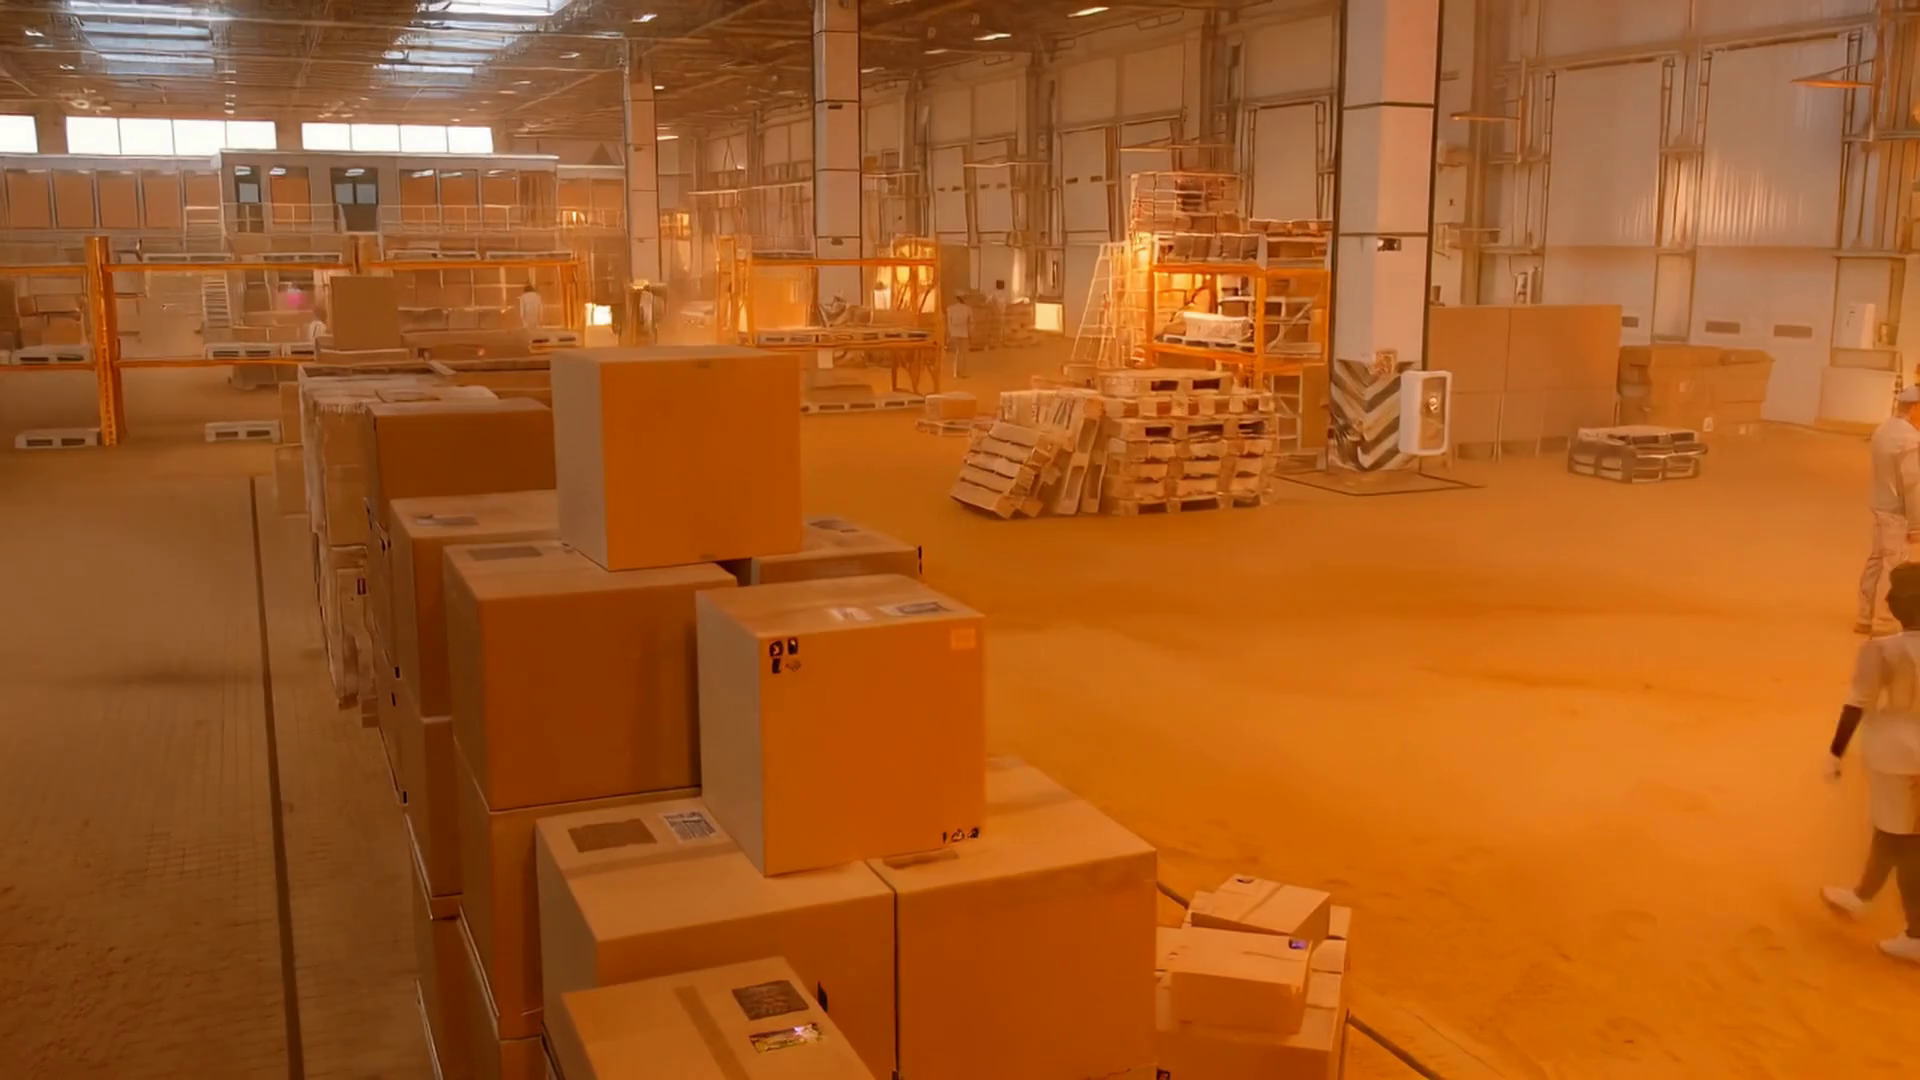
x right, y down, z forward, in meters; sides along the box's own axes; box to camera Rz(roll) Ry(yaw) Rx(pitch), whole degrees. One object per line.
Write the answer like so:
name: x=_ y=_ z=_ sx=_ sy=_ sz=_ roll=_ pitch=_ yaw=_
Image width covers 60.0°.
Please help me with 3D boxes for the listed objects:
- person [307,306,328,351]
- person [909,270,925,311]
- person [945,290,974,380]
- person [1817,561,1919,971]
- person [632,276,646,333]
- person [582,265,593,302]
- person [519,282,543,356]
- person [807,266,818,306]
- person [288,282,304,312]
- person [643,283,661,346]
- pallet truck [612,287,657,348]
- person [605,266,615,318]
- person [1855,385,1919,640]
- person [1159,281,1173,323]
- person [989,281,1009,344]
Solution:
person: x=-10.914 y=-3.087 z=28.587 sx=0.600 sy=1.827 sz=0.983 roll=10 pitch=14 yaw=43
person: x=-1.428 y=-7.984 z=55.293 sx=0.605 sy=1.936 sz=1.044 roll=-3 pitch=11 yaw=-16
person: x=-0.027 y=-4.353 z=35.490 sx=0.609 sy=1.904 sz=0.794 roll=6 pitch=12 yaw=29
person: x=3.898 y=0.905 z=7.026 sx=0.545 sy=1.661 sz=0.785 roll=-4 pitch=11 yaw=-19
person: x=-10.019 y=-7.312 z=51.889 sx=0.431 sy=1.835 sz=0.624 roll=3 pitch=11 yaw=14
person: x=-15.806 y=-10.699 z=70.425 sx=0.596 sy=1.871 sz=0.411 roll=-6 pitch=12 yaw=-30
person: x=-10.663 y=-5.467 z=41.440 sx=0.637 sy=1.923 sz=0.612 roll=-9 pitch=14 yaw=-42
person: x=-5.705 y=-9.914 z=65.936 sx=0.645 sy=1.926 sz=0.612 roll=-5 pitch=11 yaw=-24
person: x=-19.444 y=-6.697 z=48.779 sx=0.515 sy=1.731 sz=0.326 roll=5 pitch=11 yaw=24
person: x=-8.002 y=-5.750 z=43.221 sx=0.541 sy=1.848 sz=0.441 roll=4 pitch=11 yaw=20
pallet truck: x=-6.464 y=-4.406 z=35.401 sx=0.823 sy=1.965 sz=1.885 roll=6 pitch=12 yaw=32
person: x=-13.292 y=-9.395 z=63.067 sx=0.362 sy=1.935 sz=0.553 roll=-2 pitch=10 yaw=-9
person: x=6.957 y=-0.190 z=12.371 sx=0.371 sy=1.930 sz=0.636 roll=1 pitch=10 yaw=3
person: x=5.246 y=-5.610 z=42.244 sx=0.376 sy=1.923 sz=0.585 roll=4 pitch=11 yaw=22
person: x=1.102 y=-6.518 z=47.678 sx=0.615 sy=1.798 sz=0.901 roll=-6 pitch=12 yaw=-28
